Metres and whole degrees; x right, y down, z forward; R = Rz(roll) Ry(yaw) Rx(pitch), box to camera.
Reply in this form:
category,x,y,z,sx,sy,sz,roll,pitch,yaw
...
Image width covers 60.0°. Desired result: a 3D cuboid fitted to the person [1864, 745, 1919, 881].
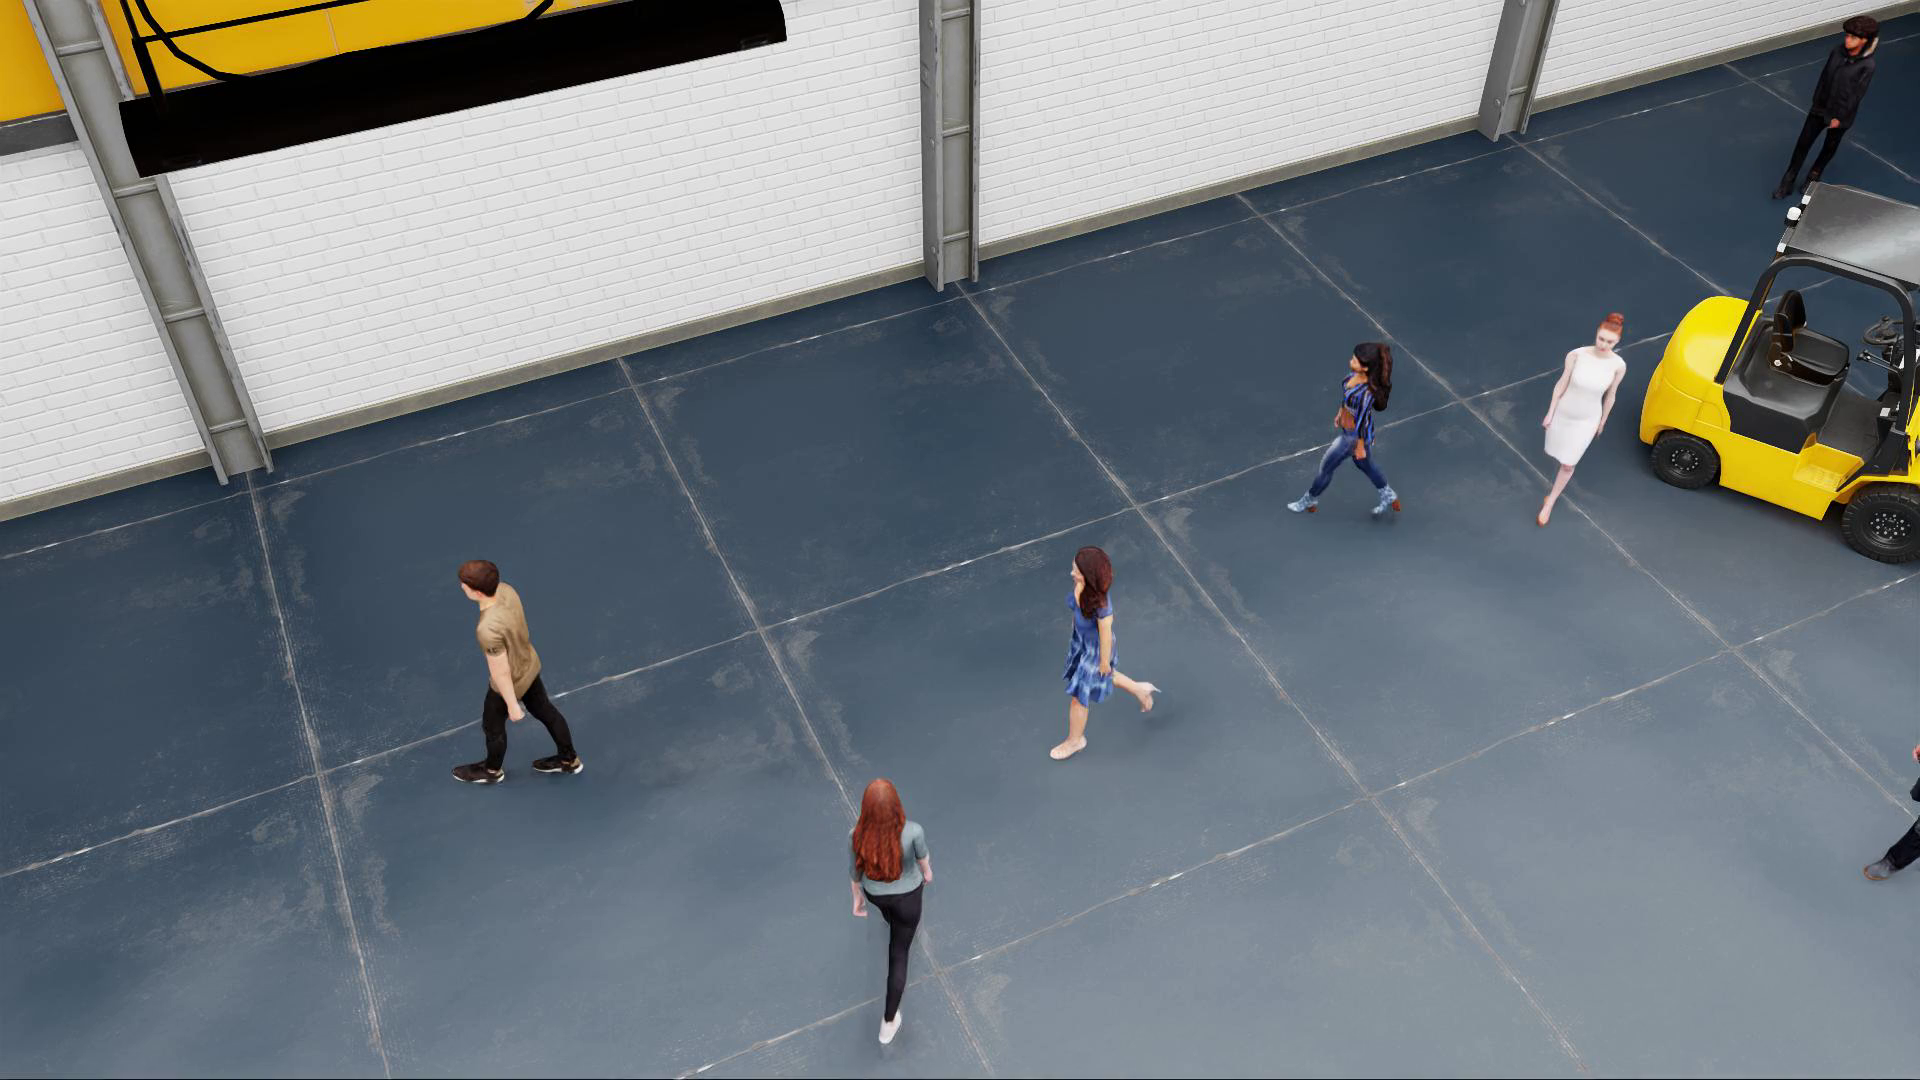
category,x,y,z,sx,sy,sz,roll,pitch,yaw
person,5.826,1.287,9.573,1.077,1.799,0.784,-11,45,-11

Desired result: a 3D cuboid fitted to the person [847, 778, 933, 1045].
category,x,y,z,sx,sy,sz,roll,pitch,yaw
person,-0.364,1.980,8.919,1.155,1.697,1.071,6,44,6

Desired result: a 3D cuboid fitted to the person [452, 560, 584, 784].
category,x,y,z,sx,sy,sz,roll,pitch,yaw
person,-2.603,0.828,10.036,1.153,1.824,0.981,1,44,1

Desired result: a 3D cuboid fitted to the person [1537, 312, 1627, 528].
category,x,y,z,sx,sy,sz,roll,pitch,yaw
person,4.416,-0.908,11.894,0.919,1.775,1.036,19,47,19

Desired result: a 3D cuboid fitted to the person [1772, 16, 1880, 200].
category,x,y,z,sx,sy,sz,roll,pitch,yaw
person,7.985,-3.944,15.103,0.948,1.745,0.764,-31,52,-29

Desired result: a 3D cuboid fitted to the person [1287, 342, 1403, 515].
category,x,y,z,sx,sy,sz,roll,pitch,yaw
person,2.894,-0.750,11.870,1.144,1.580,0.985,6,44,6

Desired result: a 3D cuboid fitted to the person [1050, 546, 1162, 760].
category,x,y,z,sx,sy,sz,roll,pitch,yaw
person,0.873,0.669,10.230,1.048,1.787,0.774,-11,45,-11
